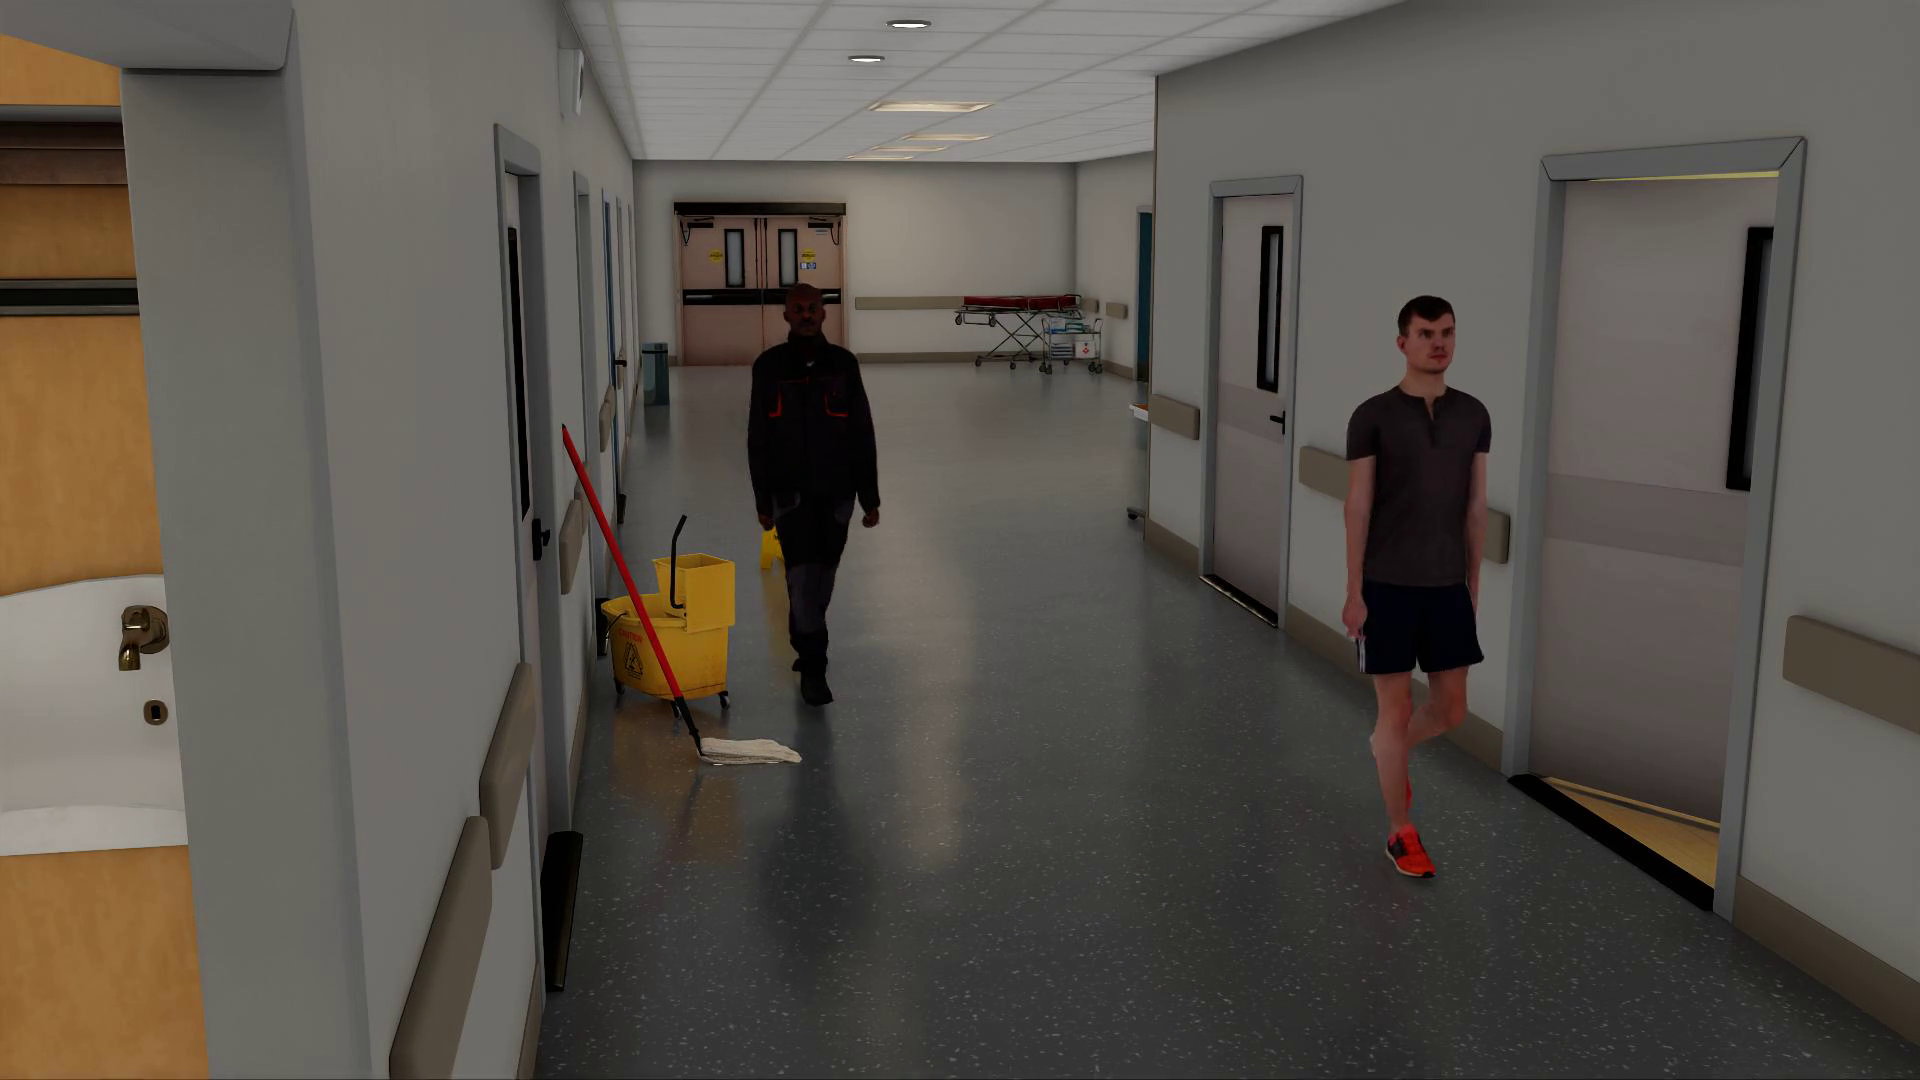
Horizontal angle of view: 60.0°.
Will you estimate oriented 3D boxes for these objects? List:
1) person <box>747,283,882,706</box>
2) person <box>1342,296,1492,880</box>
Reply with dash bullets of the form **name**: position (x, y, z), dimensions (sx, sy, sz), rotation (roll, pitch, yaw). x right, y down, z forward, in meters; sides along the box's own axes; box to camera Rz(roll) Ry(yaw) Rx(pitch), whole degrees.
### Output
- **person**: position (-0.674, -0.233, 7.483), dimensions (0.799, 1.796, 1.226), rotation (-3, 11, -16)
- **person**: position (1.444, 0.139, 5.407), dimensions (0.672, 1.840, 0.869), rotation (-1, 11, -6)
